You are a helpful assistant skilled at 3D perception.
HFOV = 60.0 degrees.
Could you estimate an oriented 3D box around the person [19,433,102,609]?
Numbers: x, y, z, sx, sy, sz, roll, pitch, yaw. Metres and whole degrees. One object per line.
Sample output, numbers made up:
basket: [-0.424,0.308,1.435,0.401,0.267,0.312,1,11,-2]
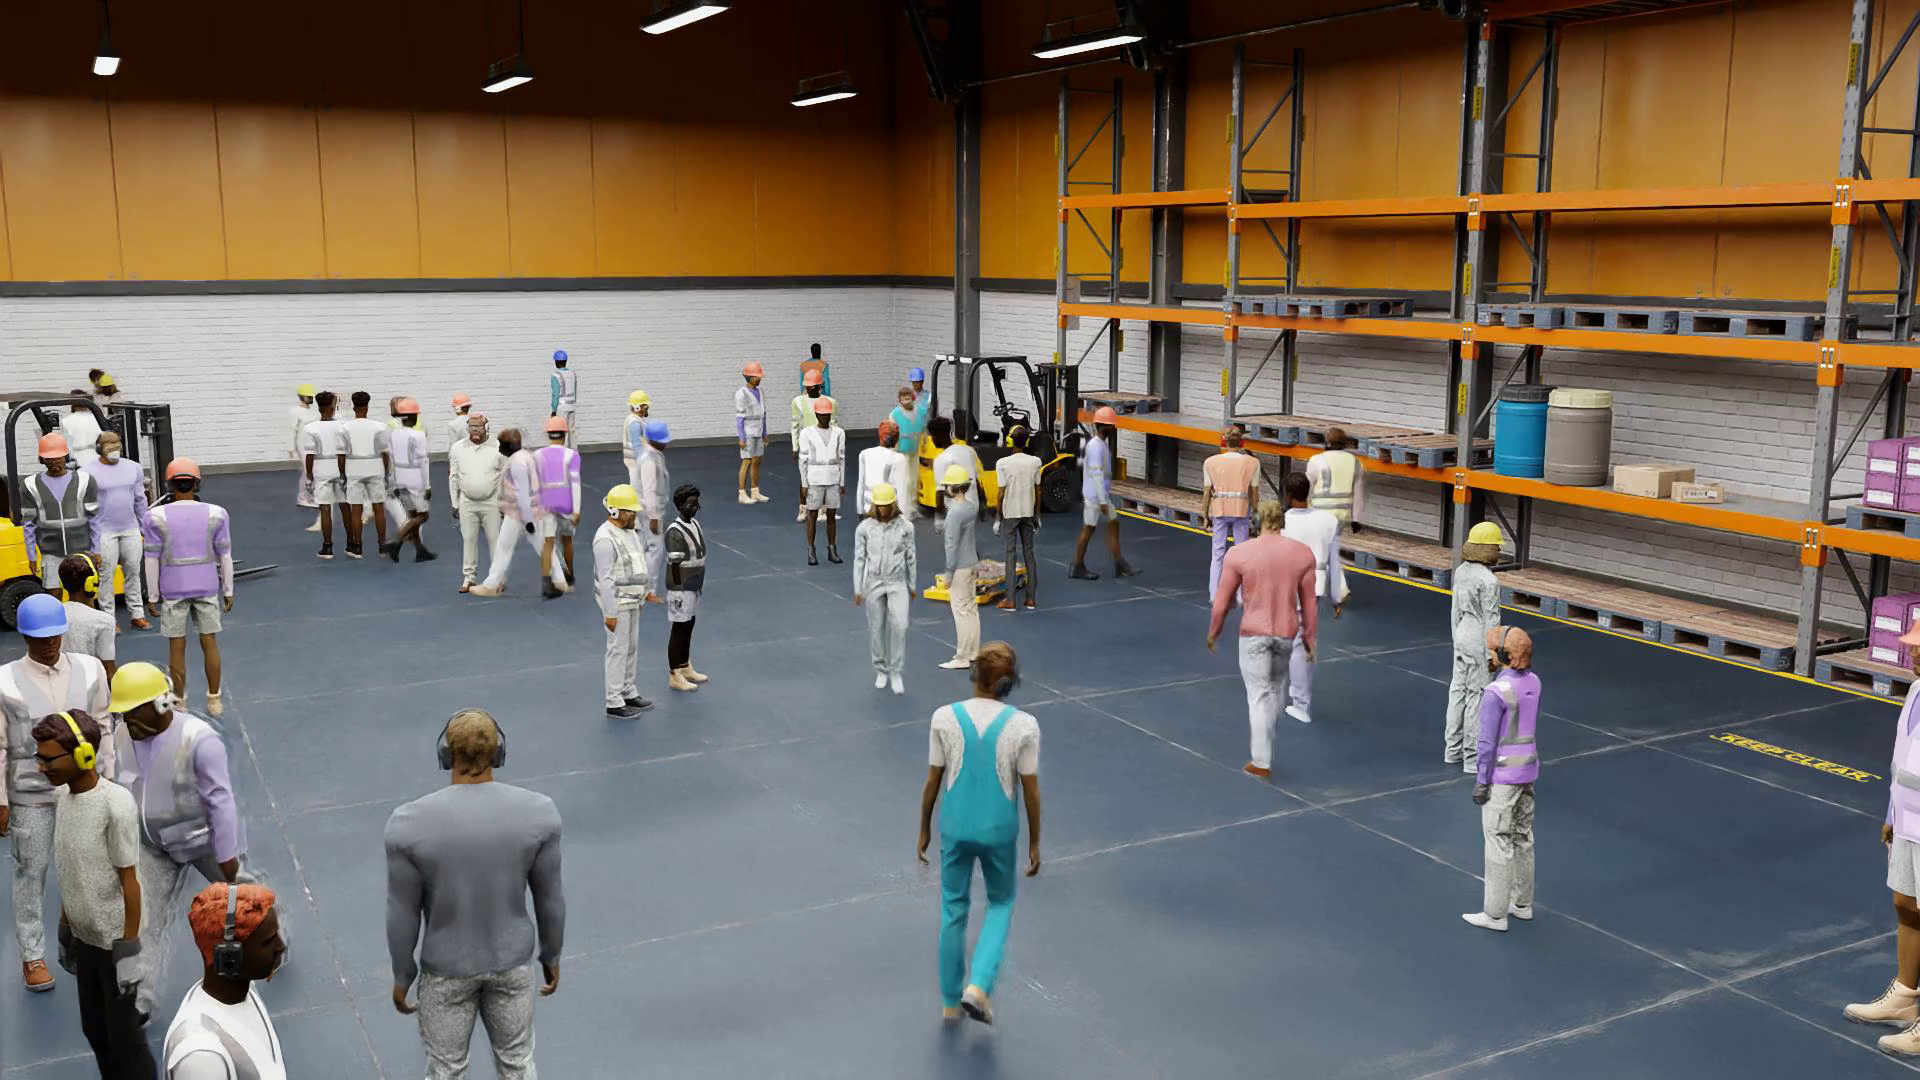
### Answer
person: [-7.798,0.075,14.474,0.601,2.035,0.417,-5,11,-28]

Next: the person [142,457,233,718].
person: [-5.904,0.375,12.741,0.613,2.033,0.410,-6,12,-33]

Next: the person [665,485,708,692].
person: [-2.246,0.380,13.653,0.317,1.698,0.540,2,10,9]

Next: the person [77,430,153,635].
person: [-7.928,-0.070,15.607,0.385,1.929,0.634,8,12,37]

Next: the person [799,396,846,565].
person: [-1.558,-0.678,19.064,0.543,1.938,0.357,-4,11,-22]

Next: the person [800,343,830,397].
person: [-2.633,-2.629,30.355,0.597,1.916,0.378,5,11,25]

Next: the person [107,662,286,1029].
person: [-3.640,1.371,7.885,0.607,1.743,1.087,3,10,15]

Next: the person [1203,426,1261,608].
person: [2.726,-0.221,16.730,0.563,1.837,0.386,2,10,10]

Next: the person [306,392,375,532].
person: [-8.024,-1.032,21.516,0.946,1.806,0.518,-8,12,-37]

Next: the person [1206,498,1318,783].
person: [2.080,0.658,11.485,0.677,1.891,0.864,-2,10,-10]

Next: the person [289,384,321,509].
person: [-9.001,-1.295,23.164,0.764,1.734,0.558,4,11,20]

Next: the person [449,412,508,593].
person: [-5.045,-0.391,17.503,0.643,1.908,0.410,-1,10,-5]

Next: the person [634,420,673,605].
person: [-3.144,-0.301,17.039,0.479,1.905,0.771,-1,10,-7]

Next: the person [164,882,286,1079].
person: [-2.003,1.859,4.632,0.359,1.880,0.575,-2,10,-14]

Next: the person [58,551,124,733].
person: [-5.083,0.995,9.666,0.510,1.861,0.324,1,10,8]

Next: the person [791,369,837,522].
person: [-1.928,-1.241,22.018,0.606,2.039,0.395,0,10,0]

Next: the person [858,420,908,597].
person: [-0.785,-0.294,17.065,0.617,1.874,0.379,7,12,37]

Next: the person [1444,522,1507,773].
person: [3.580,0.734,11.494,0.291,1.742,0.493,-2,10,-13]

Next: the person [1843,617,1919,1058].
person: [4.311,1.287,7.434,0.367,2.048,0.607,1,10,4]

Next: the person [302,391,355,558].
person: [-7.375,-0.767,19.497,0.610,1.963,0.366,-7,12,-37]

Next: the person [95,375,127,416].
person: [-12.831,-1.635,25.157,0.491,1.736,0.322,-5,11,-26]

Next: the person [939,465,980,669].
person: [-0.009,0.230,14.340,0.320,1.767,0.525,4,11,20]

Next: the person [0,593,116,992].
person: [-4.435,1.211,8.155,0.405,1.945,0.615,8,12,37]

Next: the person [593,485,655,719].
person: [-2.597,0.472,12.798,0.403,1.817,0.601,1,10,7]

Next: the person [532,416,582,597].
person: [-4.232,-0.350,17.433,0.538,1.873,1.007,0,10,0]

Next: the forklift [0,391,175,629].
forklift: [-9.026,-0.363,16.508,1.214,2.155,2.313,6,11,29]

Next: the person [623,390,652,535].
person: [-4.065,-0.982,21.111,0.404,1.835,0.588,-2,10,-13]

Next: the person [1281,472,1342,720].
person: [2.601,0.409,12.960,0.622,1.881,0.858,-2,10,-11]

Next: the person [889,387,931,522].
person: [-0.680,-1.138,22.093,0.607,1.802,0.620,-8,12,-37]

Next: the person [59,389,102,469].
person: [-10.820,-0.933,20.681,0.822,1.896,0.597,6,11,29]

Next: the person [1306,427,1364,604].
person: [3.821,-0.253,17.009,0.621,1.807,0.915,-4,11,-23]

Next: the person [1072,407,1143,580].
person: [1.626,-0.492,18.085,0.882,1.899,0.583,2,10,13]

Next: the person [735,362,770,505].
person: [-2.930,-1.514,23.621,0.410,2.035,0.601,5,11,27]

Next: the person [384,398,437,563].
person: [-6.311,-0.657,19.002,0.561,1.916,0.708,6,12,31]

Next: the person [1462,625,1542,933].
person: [2.899,1.256,8.817,0.316,1.629,0.509,10,14,44]

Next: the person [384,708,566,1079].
person: [-1.776,1.571,6.156,0.639,1.926,0.367,-4,11,-23]

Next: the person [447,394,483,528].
person: [-6.434,-1.028,21.609,0.339,1.747,0.576,6,12,33]

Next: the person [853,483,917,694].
person: [-0.606,0.398,13.487,0.519,1.716,0.703,-1,10,-3]

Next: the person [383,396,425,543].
person: [-6.815,-0.850,20.365,0.457,1.825,0.658,4,11,24]

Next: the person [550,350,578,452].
person: [-6.619,-2.197,27.778,0.384,1.948,0.605,4,11,23]

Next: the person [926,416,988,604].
person: [-0.040,-0.302,16.959,0.581,1.918,0.640,5,11,28]

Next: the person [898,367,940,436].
person: [-0.599,-1.484,23.674,0.614,1.945,0.402,0,10,2]

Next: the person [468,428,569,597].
person: [-4.575,-0.281,17.252,1.018,1.782,0.635,0,10,-2]

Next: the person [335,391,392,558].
person: [-6.978,-0.769,19.502,0.607,1.966,0.367,-4,10,-19]

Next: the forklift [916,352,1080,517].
forklift: [0.460,-1.461,22.833,2.313,2.155,1.214,-5,11,-28]

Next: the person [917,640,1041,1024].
person: [0.076,1.369,7.603,0.586,1.822,0.483,2,10,10]

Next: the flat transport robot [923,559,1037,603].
flat transport robot: [0.230,0.421,17.531,0.652,0.197,1.431,5,11,26]

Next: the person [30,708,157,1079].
person: [-3.343,1.556,6.448,0.533,1.855,0.346,7,12,34]

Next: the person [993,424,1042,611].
person: [0.573,-0.227,16.649,0.524,1.876,0.325,-4,11,-24]
